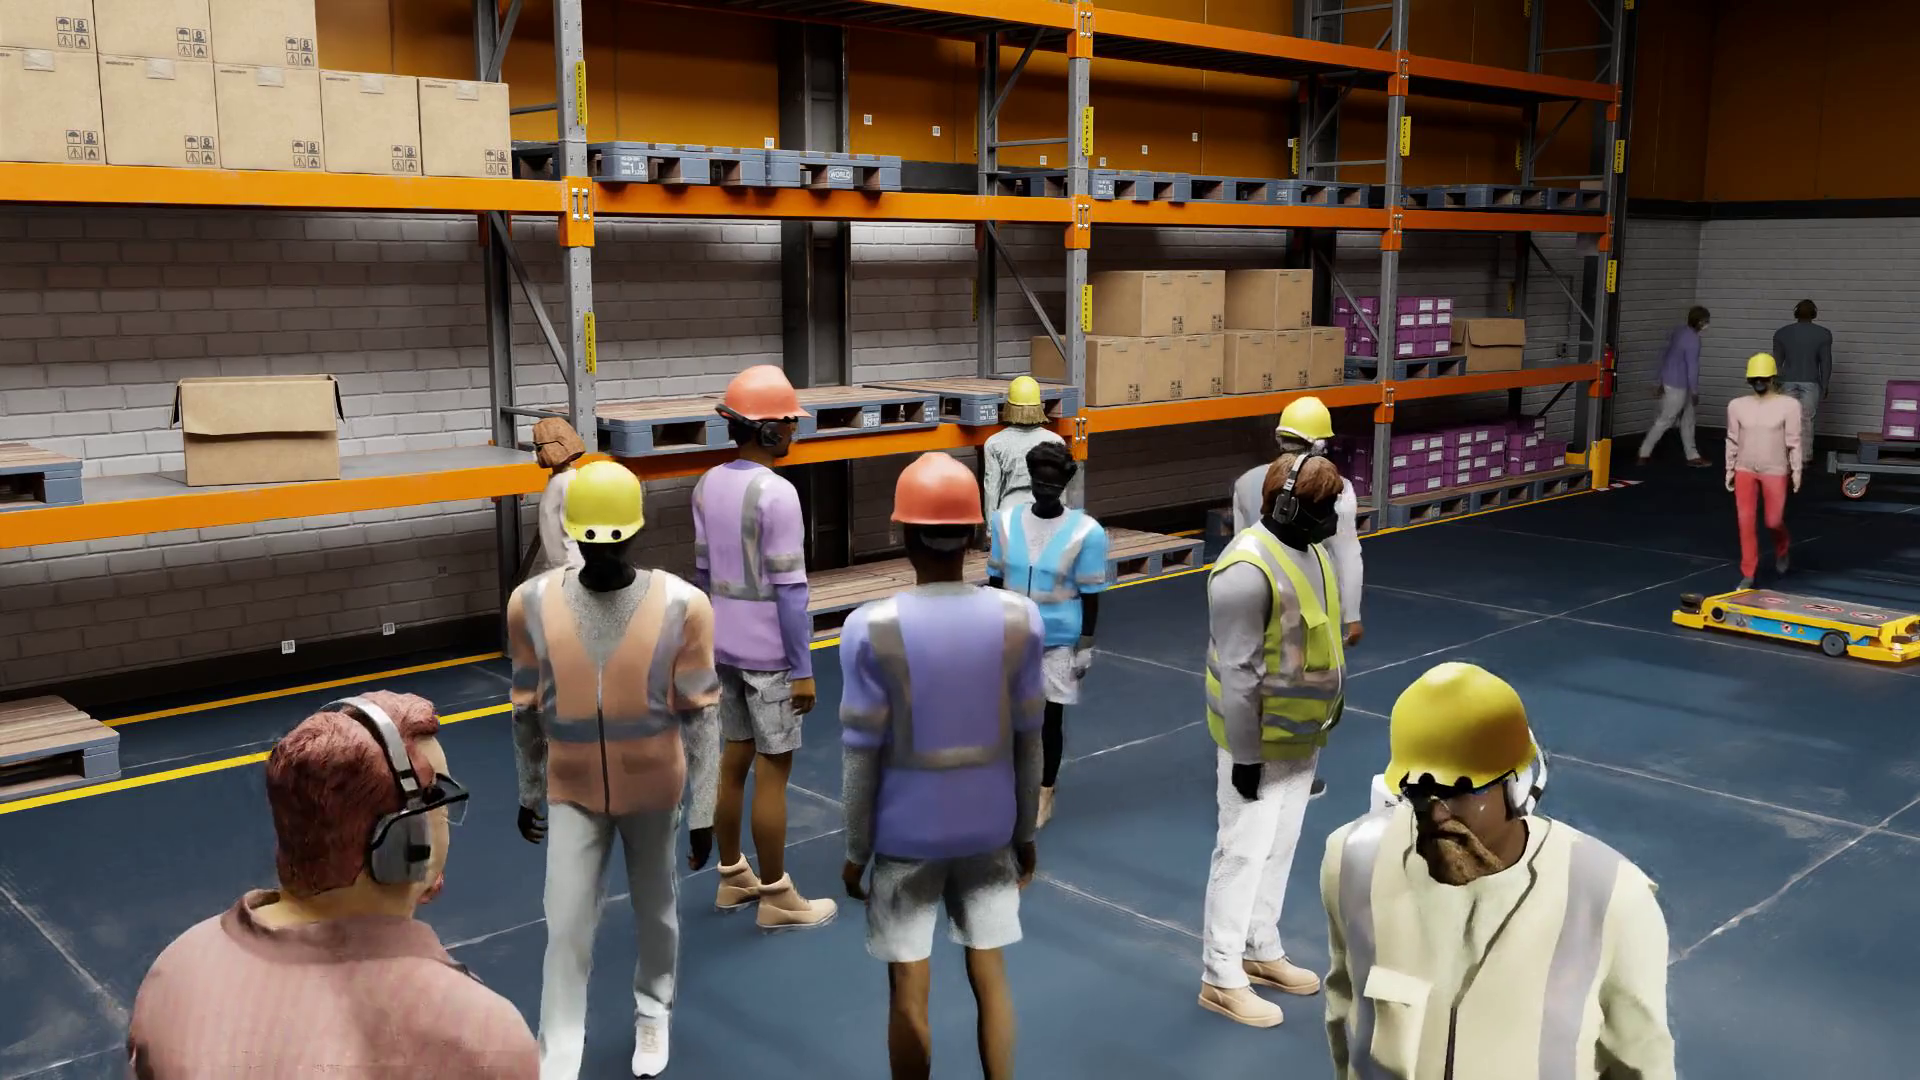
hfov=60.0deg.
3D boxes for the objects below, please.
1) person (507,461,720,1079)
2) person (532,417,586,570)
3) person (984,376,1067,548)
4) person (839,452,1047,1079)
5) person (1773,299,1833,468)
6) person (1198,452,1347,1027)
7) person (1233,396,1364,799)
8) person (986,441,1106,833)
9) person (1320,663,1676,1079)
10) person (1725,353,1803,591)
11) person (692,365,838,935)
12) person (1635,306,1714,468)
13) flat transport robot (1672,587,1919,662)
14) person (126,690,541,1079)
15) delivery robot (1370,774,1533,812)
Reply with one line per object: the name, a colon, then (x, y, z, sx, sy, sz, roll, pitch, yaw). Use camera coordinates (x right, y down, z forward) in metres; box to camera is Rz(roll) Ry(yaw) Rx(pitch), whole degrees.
person: (-0.974, 0.716, 4.630, 0.601, 1.871, 0.957, 0, 10, -1)
person: (-2.001, 0.191, 8.434, 0.270, 1.627, 0.503, -4, 11, -23)
person: (0.374, -0.079, 9.666, 0.487, 1.746, 0.290, -1, 10, -6)
person: (-0.052, 0.737, 4.336, 0.548, 1.936, 0.369, -3, 10, -17)
person: (9.661, -1.791, 19.122, 0.630, 1.940, 0.372, 7, 12, 37)
person: (1.013, 0.627, 5.324, 0.430, 1.829, 0.625, 7, 12, 35)
person: (1.507, 0.274, 7.410, 0.418, 1.819, 0.599, -9, 13, -44)
person: (0.342, 0.410, 6.966, 0.551, 1.677, 0.362, 4, 11, 24)
person: (0.971, 1.041, 3.007, 0.608, 1.792, 0.837, 5, 11, 29)
person: (5.909, -0.510, 12.198, 0.553, 1.732, 0.669, 9, 13, 41)
person: (-0.712, 0.393, 6.027, 0.383, 2.045, 0.605, -8, 12, -38)
person: (8.239, -1.753, 19.129, 0.857, 1.883, 0.646, 3, 10, 17)
flat transport robot: (5.358, 0.511, 10.523, 0.652, 0.197, 1.431, -7, 12, -37)
person: (-0.784, 1.136, 2.147, 0.649, 1.890, 0.645, 5, 11, 26)
delivery robot: (1.859, 1.057, 6.223, 0.477, 0.478, 0.707, -4, 10, -23)
